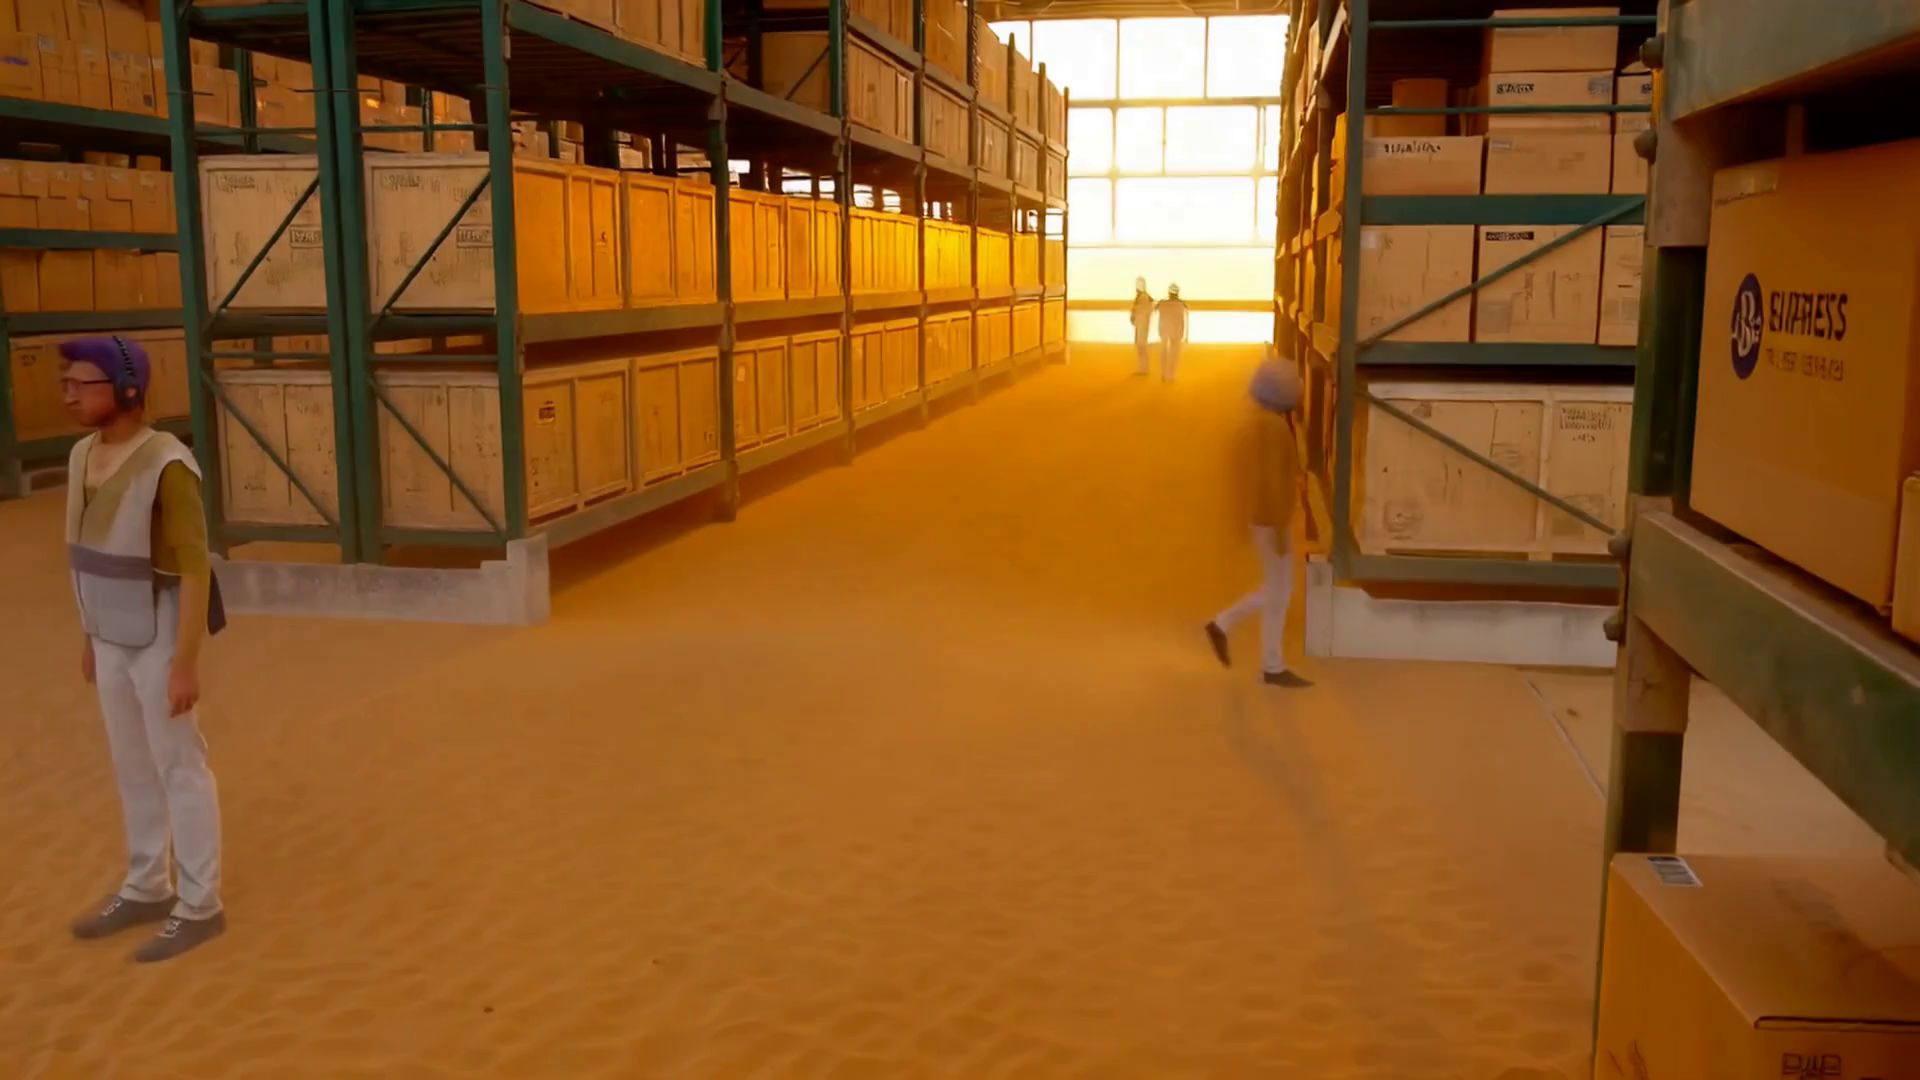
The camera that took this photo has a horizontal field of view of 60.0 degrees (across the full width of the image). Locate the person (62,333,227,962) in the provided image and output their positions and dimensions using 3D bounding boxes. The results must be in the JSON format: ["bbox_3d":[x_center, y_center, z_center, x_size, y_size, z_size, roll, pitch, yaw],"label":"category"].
[{"bbox_3d":[-2.419,0.311,4.954,0.564,1.847,0.395,6,11,34],"label":"person"}]

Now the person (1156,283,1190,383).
[{"bbox_3d":[3.880,-3.750,30.264,0.599,1.816,0.421,3,10,17],"label":"person"}]

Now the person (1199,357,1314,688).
[{"bbox_3d":[1.469,-0.076,8.069,0.477,1.620,0.504,1,9,9],"label":"person"}]

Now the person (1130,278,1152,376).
[{"bbox_3d":[3.529,-4.171,32.579,0.408,1.909,0.638,3,10,16],"label":"person"}]
